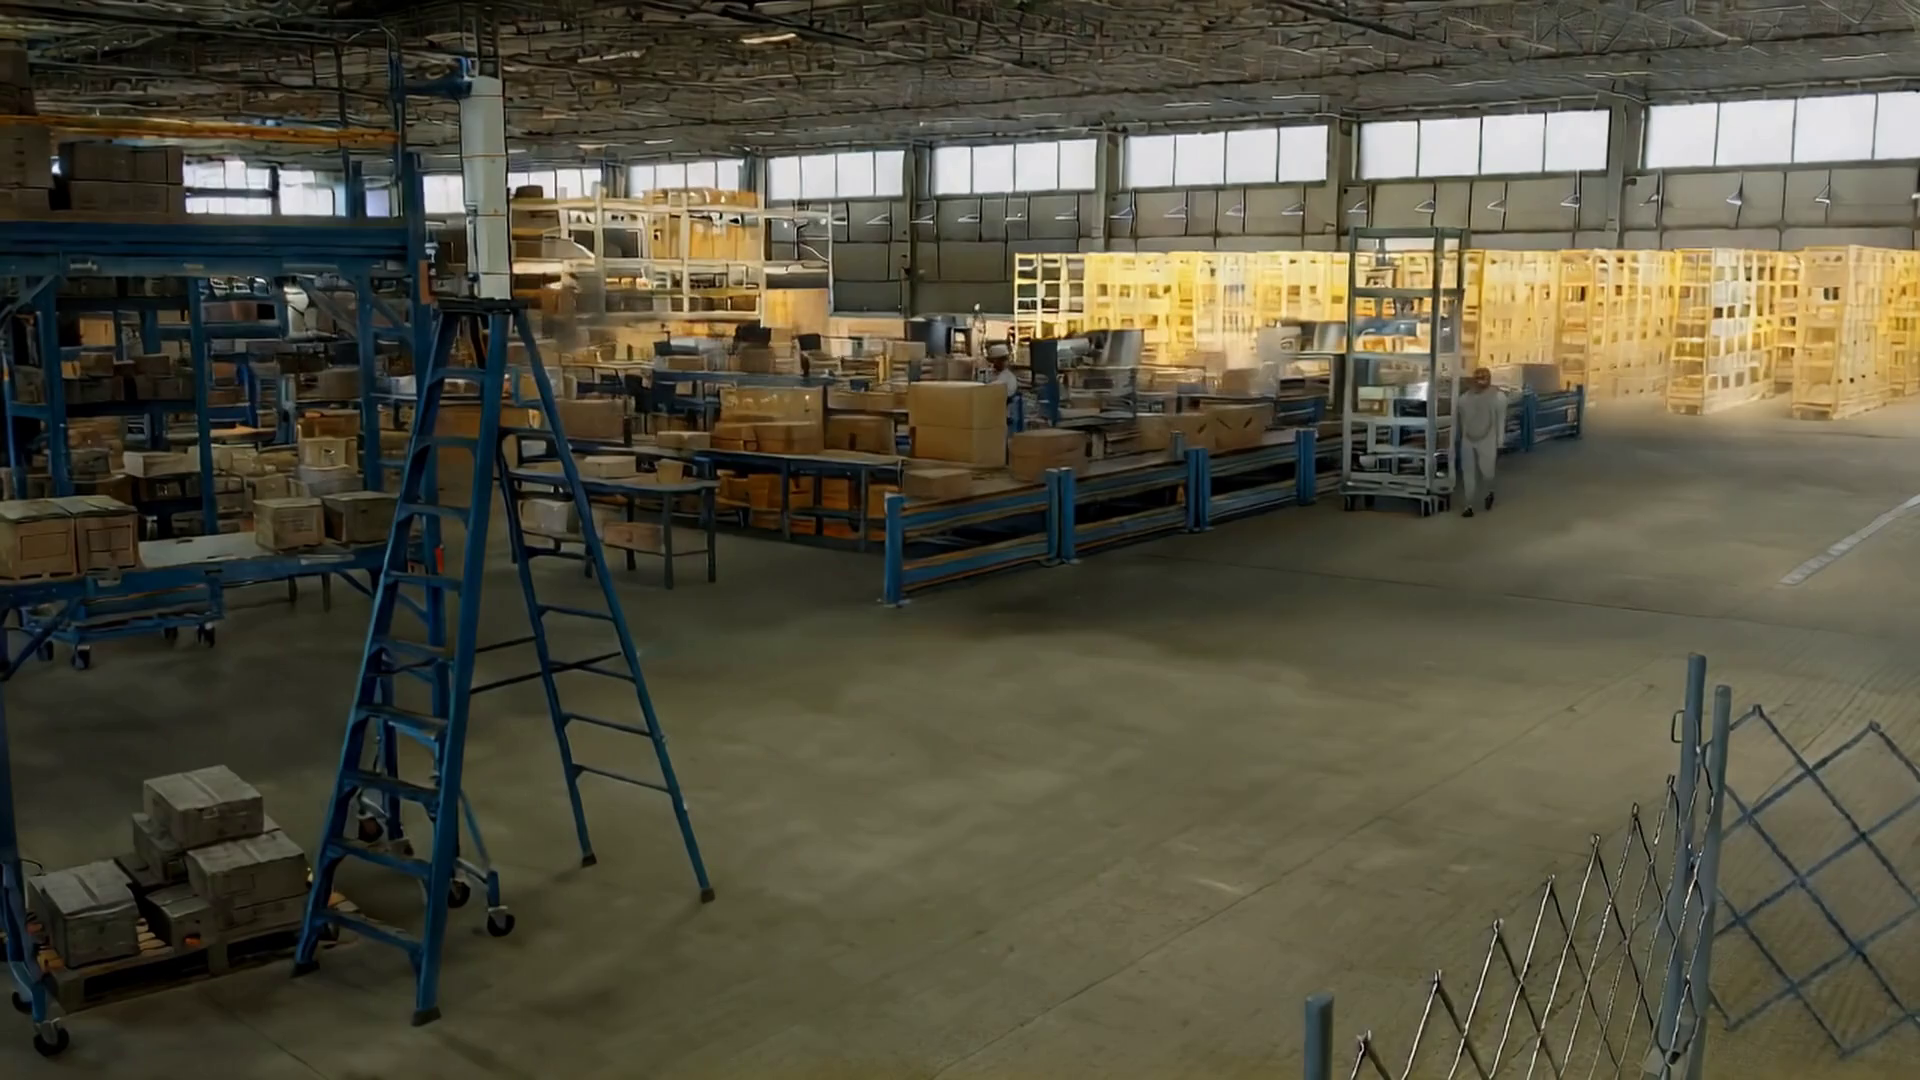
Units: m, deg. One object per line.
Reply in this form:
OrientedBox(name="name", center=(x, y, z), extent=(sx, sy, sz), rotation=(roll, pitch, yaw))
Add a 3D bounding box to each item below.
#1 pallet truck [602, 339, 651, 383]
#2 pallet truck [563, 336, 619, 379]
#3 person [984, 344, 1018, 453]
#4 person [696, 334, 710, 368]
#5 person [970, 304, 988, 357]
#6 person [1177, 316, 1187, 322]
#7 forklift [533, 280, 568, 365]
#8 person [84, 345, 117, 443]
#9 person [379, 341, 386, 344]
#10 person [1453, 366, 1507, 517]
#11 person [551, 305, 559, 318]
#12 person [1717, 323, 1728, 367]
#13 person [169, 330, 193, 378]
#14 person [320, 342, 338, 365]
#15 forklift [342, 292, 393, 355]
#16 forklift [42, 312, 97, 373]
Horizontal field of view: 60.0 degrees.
OrientedBox(name="pallet truck", center=(-8.991, -4.871, 45.351), extent=(0.653, 1.274, 1.630), rotation=(7, 11, 37))
OrientedBox(name="pallet truck", center=(-10.690, -5.294, 48.215), extent=(1.601, 1.201, 0.680), rotation=(-5, 10, -26))
OrientedBox(name="person", center=(0.535, -1.740, 23.486), extent=(0.607, 2.048, 0.369), rotation=(8, 12, 42))
OrientedBox(name="person", center=(-6.337, -4.377, 40.836), extent=(0.389, 1.752, 0.540), rotation=(4, 10, 25))
OrientedBox(name="person", center=(0.677, -7.613, 60.573), extent=(0.658, 1.911, 0.489), rotation=(-6, 11, -33))
OrientedBox(name="person", center=(7.550, -6.832, 56.068), extent=(0.621, 1.782, 0.927), rotation=(4, 10, 22))
OrientedBox(name="forklift", center=(-12.990, -6.929, 53.279), extent=(1.873, 2.768, 1.129), rotation=(5, 11, 30))
OrientedBox(name="person", center=(-14.825, -2.463, 28.732), extent=(0.594, 1.811, 0.669), rotation=(8, 12, 42))
OrientedBox(name="person", center=(-17.648, -5.900, 50.353), extent=(0.518, 1.757, 0.339), rotation=(-7, 12, -39))
OrientedBox(name="person", center=(6.514, -1.245, 20.877), extent=(0.650, 1.891, 0.593), rotation=(6, 11, 32))
OrientedBox(name="person", center=(-13.565, -6.908, 55.898), extent=(0.614, 1.993, 0.395), rotation=(-2, 9, -10))
OrientedBox(name="person", center=(19.709, -4.782, 43.098), extent=(0.430, 1.844, 0.593), rotation=(5, 11, 31))
OrientedBox(name="person", center=(-18.592, -4.162, 39.702), extent=(0.558, 1.687, 0.349), rotation=(0, 9, -1))
OrientedBox(name="person", center=(-16.163, -4.739, 42.580), extent=(0.451, 1.921, 0.575), rotation=(0, 9, 1))
OrientedBox(name="forklift", center=(-16.485, -5.622, 45.120), extent=(1.129, 2.768, 1.873), rotation=(7, 11, 37))
OrientedBox(name="forklift", center=(-23.779, -5.451, 44.052), extent=(1.873, 2.768, 1.129), rotation=(7, 11, 36))
